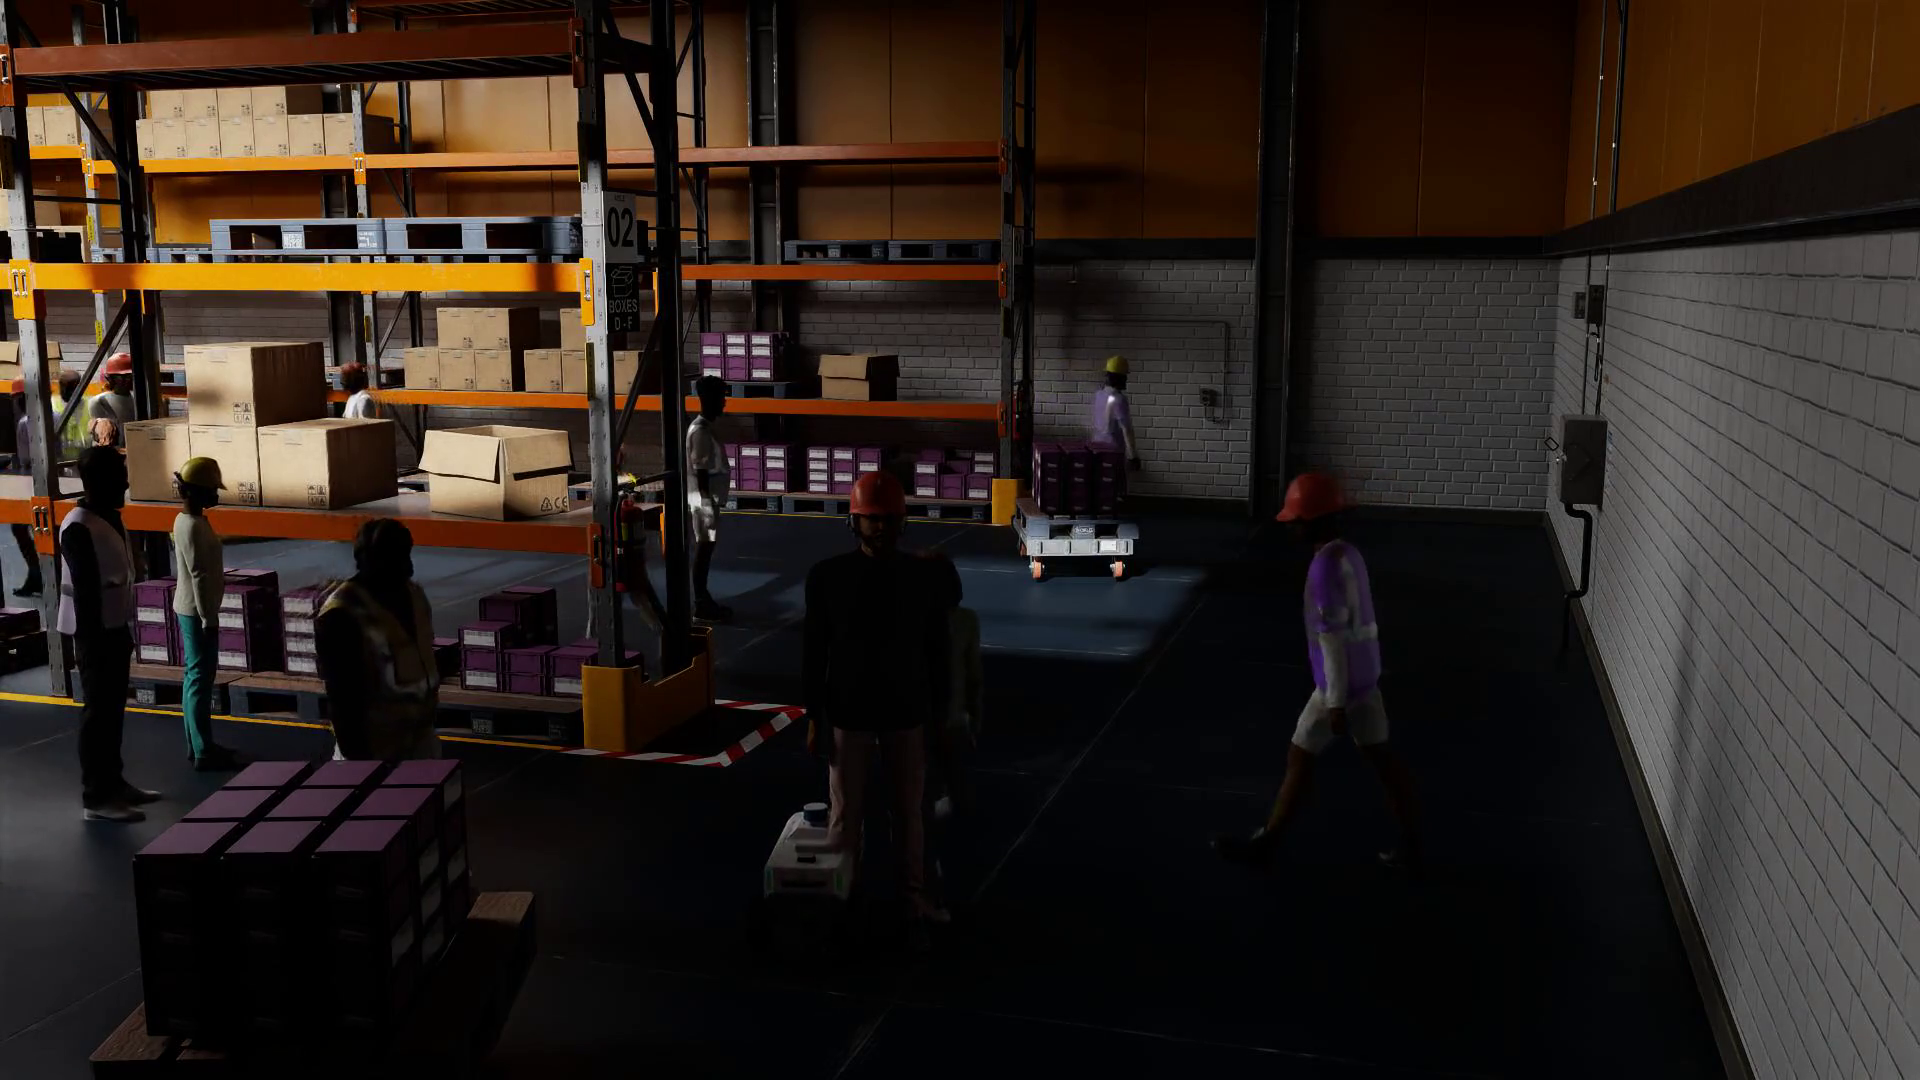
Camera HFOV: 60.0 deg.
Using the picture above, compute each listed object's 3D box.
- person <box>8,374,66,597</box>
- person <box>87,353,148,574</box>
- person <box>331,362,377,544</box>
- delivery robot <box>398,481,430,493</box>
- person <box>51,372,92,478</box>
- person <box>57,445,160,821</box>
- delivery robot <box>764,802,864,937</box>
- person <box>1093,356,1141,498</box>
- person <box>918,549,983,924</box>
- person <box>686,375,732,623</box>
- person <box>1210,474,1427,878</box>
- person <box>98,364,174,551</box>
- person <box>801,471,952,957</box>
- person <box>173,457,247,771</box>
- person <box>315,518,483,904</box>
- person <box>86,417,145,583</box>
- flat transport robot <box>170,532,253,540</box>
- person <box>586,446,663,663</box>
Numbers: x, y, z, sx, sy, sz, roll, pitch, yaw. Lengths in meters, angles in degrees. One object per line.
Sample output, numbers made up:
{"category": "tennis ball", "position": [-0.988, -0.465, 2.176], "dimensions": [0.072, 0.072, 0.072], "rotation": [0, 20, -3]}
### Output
{"category": "person", "position": [-7.902, -0.463, 14.195], "dimensions": [0.623, 1.905, 0.548], "rotation": [1, 9, 4]}
{"category": "person", "position": [-7.514, -0.667, 15.032], "dimensions": [0.377, 2.045, 0.605], "rotation": [5, 10, 26]}
{"category": "person", "position": [-6.022, -0.894, 16.985], "dimensions": [0.770, 1.863, 0.576], "rotation": [-7, 12, -36]}
{"category": "delivery robot", "position": [-5.904, -0.382, 17.538], "dimensions": [0.707, 0.478, 0.477], "rotation": [-1, 9, -8]}
{"category": "person", "position": [-8.657, -0.754, 16.346], "dimensions": [0.976, 1.792, 0.638], "rotation": [8, 12, 41]}
{"category": "person", "position": [-4.384, 0.470, 8.493], "dimensions": [0.373, 1.914, 0.597], "rotation": [-2, 10, -13]}
{"category": "delivery robot", "position": [-0.605, 1.348, 6.993], "dimensions": [0.477, 0.478, 0.707], "rotation": [1, 9, 3]}
{"category": "person", "position": [1.612, -0.918, 16.964], "dimensions": [0.466, 1.912, 0.602], "rotation": [-3, 10, -17]}
{"category": "person", "position": [-0.133, 0.823, 7.238], "dimensions": [0.507, 1.615, 0.455], "rotation": [-5, 10, -27]}
{"category": "person", "position": [-1.996, -0.330, 13.218], "dimensions": [0.362, 1.962, 0.614], "rotation": [-1, 9, -5]}
{"category": "person", "position": [1.697, 0.629, 7.646], "dimensions": [1.009, 1.858, 0.646], "rotation": [5, 10, 26]}
{"category": "person", "position": [-8.215, -0.821, 16.509], "dimensions": [0.980, 1.864, 0.611], "rotation": [3, 10, 19]}
{"category": "person", "position": [-0.339, 0.708, 6.795], "dimensions": [0.619, 1.997, 0.373], "rotation": [-1, 9, -5]}
{"category": "person", "position": [-4.235, 0.411, 9.334], "dimensions": [0.323, 1.761, 0.523], "rotation": [-5, 11, -29]}
{"category": "person", "position": [-2.399, 0.794, 6.909], "dimensions": [0.980, 1.794, 0.652], "rotation": [3, 10, 18]}
{"category": "person", "position": [-6.671, -0.149, 13.098], "dimensions": [0.314, 1.641, 0.515], "rotation": [3, 10, 19]}
{"category": "flat transport robot", "position": [-7.385, -0.149, 17.266], "dimensions": [1.431, 0.197, 0.652], "rotation": [-8, 12, -39]}
{"category": "person", "position": [-2.390, 0.087, 11.760], "dimensions": [0.786, 1.608, 0.522], "rotation": [5, 11, 29]}
